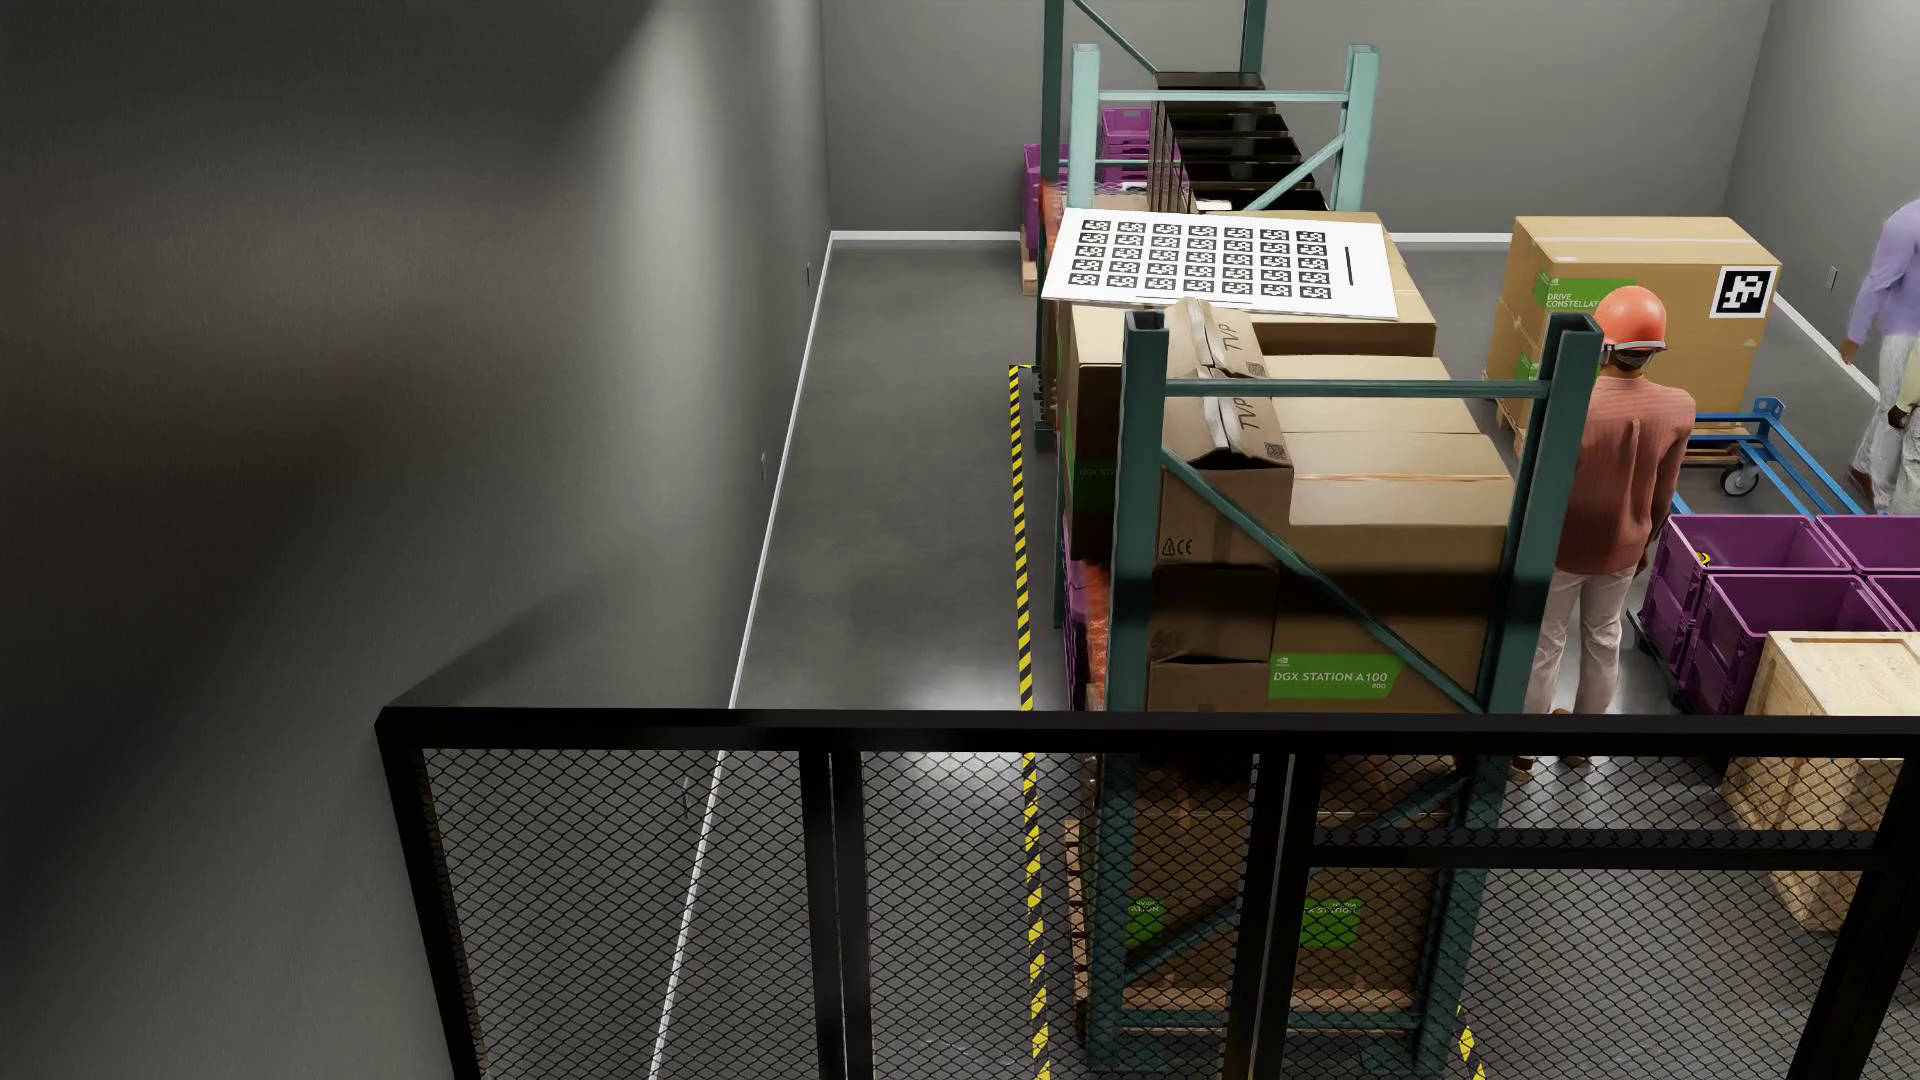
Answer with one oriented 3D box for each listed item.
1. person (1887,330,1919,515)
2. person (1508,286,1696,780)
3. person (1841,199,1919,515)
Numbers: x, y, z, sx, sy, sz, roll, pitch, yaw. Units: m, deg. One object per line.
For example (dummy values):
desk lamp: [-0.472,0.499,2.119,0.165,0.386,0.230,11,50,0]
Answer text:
person: [4.452,-0.643,7.384,0.590,1.834,0.403,2,31,3]
person: [2.303,0.009,6.146,0.608,1.994,0.377,-7,32,-12]
person: [4.562,-0.906,7.763,0.655,1.894,0.917,-1,31,-1]
